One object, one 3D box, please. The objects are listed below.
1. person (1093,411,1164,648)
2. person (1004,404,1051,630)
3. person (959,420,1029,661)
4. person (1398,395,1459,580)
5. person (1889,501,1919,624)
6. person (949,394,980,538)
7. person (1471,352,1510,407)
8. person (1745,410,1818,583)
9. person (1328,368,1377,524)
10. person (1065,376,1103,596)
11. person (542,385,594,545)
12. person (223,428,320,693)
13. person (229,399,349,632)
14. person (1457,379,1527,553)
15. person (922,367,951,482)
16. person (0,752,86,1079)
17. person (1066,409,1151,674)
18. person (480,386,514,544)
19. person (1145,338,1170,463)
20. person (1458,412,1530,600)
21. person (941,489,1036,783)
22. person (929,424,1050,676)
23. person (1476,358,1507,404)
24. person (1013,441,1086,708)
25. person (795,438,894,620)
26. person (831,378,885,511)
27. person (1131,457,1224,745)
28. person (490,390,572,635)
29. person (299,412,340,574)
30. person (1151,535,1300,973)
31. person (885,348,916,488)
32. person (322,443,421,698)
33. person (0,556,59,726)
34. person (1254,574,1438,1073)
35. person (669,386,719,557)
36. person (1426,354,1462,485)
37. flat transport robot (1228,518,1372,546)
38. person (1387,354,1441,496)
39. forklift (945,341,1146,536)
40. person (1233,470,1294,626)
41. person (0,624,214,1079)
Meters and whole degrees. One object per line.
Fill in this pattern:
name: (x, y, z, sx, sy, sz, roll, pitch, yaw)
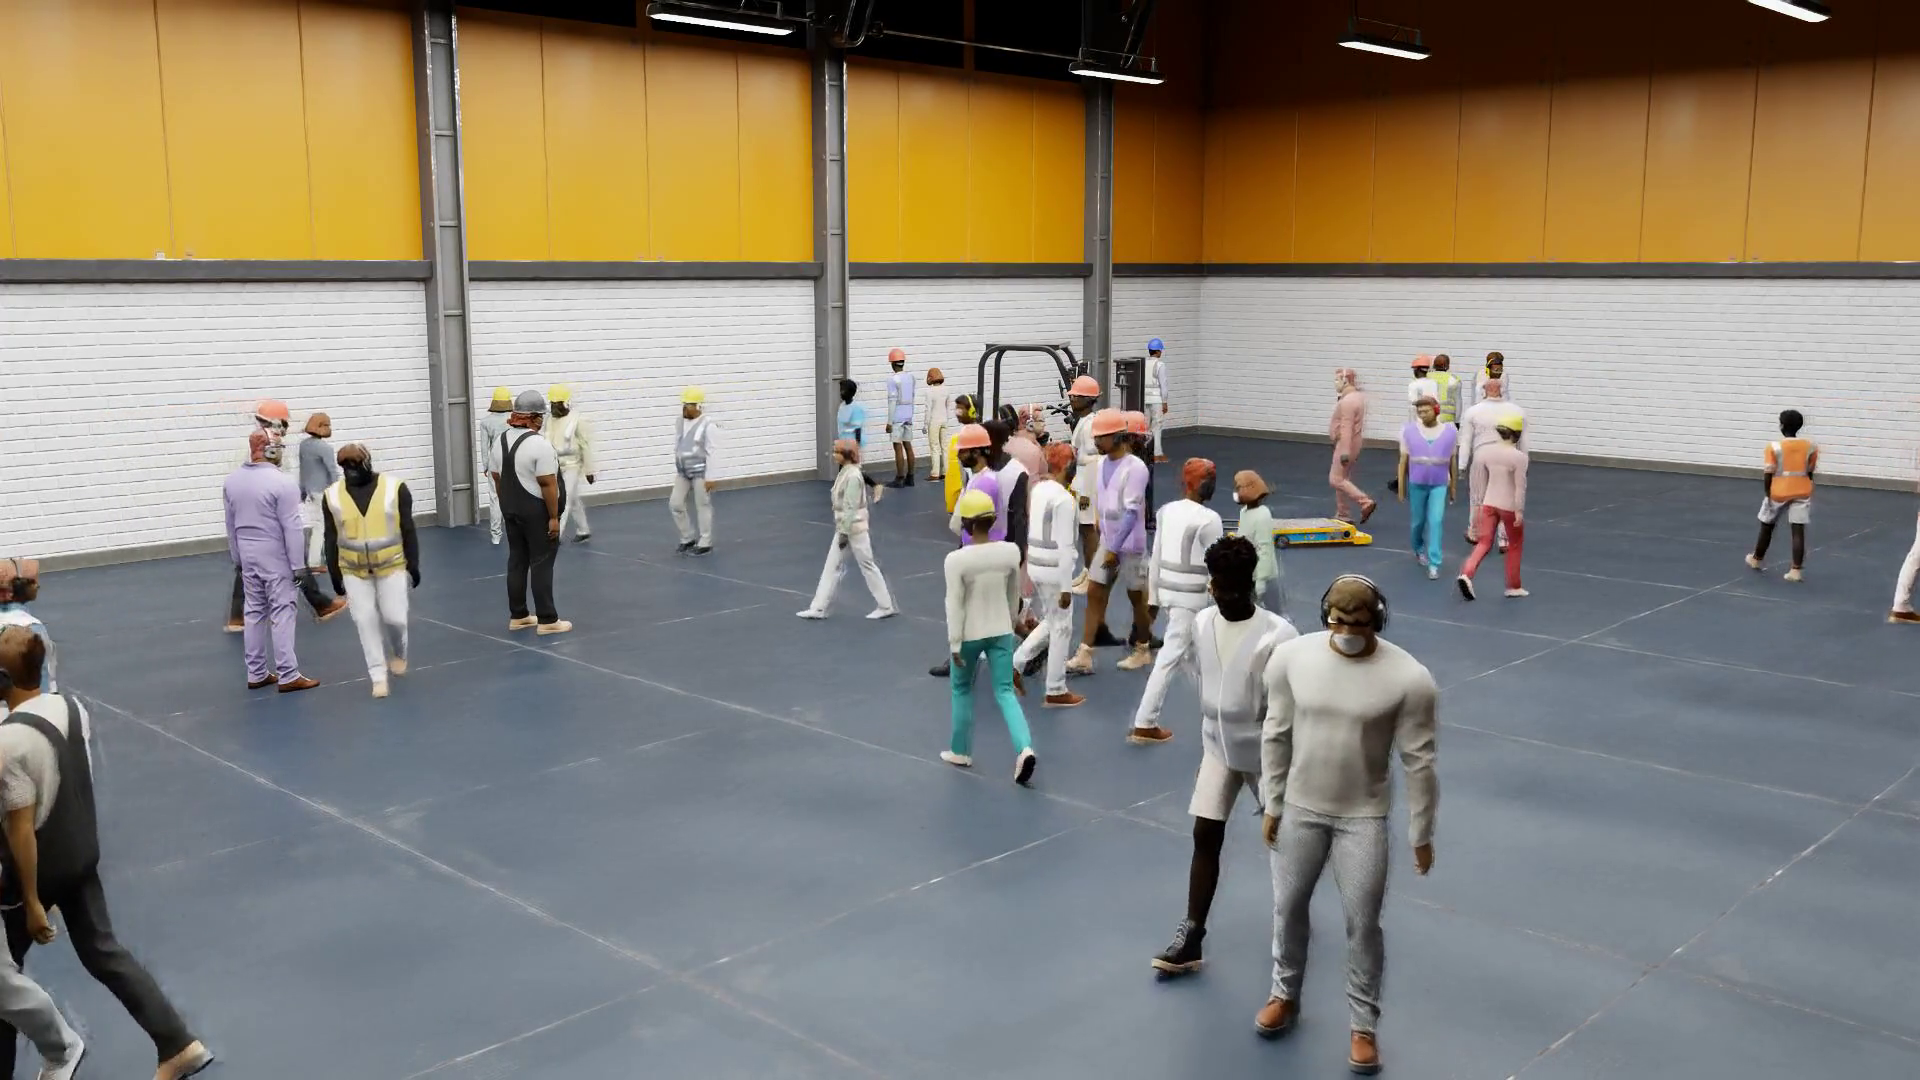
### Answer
person: (1.380, -0.075, 13.301, 0.741, 1.909, 0.554, -2, 9, -12)
person: (0.588, -0.201, 14.072, 0.401, 1.906, 0.651, -2, 9, -13)
person: (0.324, -0.019, 13.021, 0.712, 1.883, 0.641, -9, 13, -44)
person: (4.665, -0.556, 16.605, 0.576, 1.807, 0.899, 2, 10, 14)
person: (8.452, -0.232, 14.119, 1.012, 1.937, 0.624, -1, 9, -3)
person: (0.108, -0.480, 15.960, 0.408, 1.849, 0.569, -4, 10, -23)
person: (7.712, -1.811, 24.146, 0.430, 1.840, 0.626, -6, 11, -32)
person: (8.095, -0.450, 16.351, 0.538, 1.663, 0.834, 1, 9, 4)
person: (4.578, -1.078, 19.505, 0.538, 1.884, 0.663, 3, 10, 19)
person: (1.153, -0.507, 15.511, 0.364, 2.048, 0.611, 0, 9, -1)
person: (-4.321, -0.787, 18.045, 0.584, 1.774, 0.912, 6, 11, 32)
person: (-4.948, 0.142, 11.969, 0.651, 1.904, 0.403, 4, 10, 24)
person: (-5.764, -0.210, 14.040, 0.621, 1.936, 1.035, 8, 12, 40)
person: (5.754, -0.816, 18.011, 0.746, 1.844, 0.983, 1, 9, 5)
person: (-0.338, -1.648, 23.772, 0.279, 1.633, 0.498, 8, 13, 42)
person: (-3.418, 1.198, 5.638, 0.575, 1.873, 1.022, 1, 9, 8)
person: (1.090, 0.032, 12.343, 0.951, 1.992, 0.599, -6, 11, -33)
person: (-5.039, -0.826, 18.400, 0.490, 1.744, 0.295, -1, 9, -8)
person: (3.038, -2.185, 26.101, 0.385, 1.948, 0.602, -7, 12, -37)
person: (4.920, -0.303, 15.229, 0.798, 1.742, 0.531, -7, 11, -35)
person: (0.165, 0.564, 9.901, 0.525, 1.734, 0.808, -4, 10, -24)
person: (0.236, 0.088, 12.316, 0.846, 1.910, 0.543, -2, 9, -12)
person: (6.996, -1.462, 21.917, 0.532, 1.868, 0.310, -4, 10, -24)
person: (0.595, 0.252, 11.412, 0.511, 1.866, 0.593, -3, 10, -19)
person: (-0.961, -0.085, 14.302, 0.857, 1.589, 0.534, -3, 10, -16)
person: (-1.305, -1.199, 20.889, 0.598, 1.680, 0.538, -5, 11, -29)
person: (1.527, 0.383, 10.699, 1.028, 1.825, 0.573, -4, 10, -25)
person: (-3.548, -0.243, 13.911, 0.689, 2.000, 0.537, 7, 11, 36)
person: (-6.324, -0.476, 16.667, 0.529, 1.606, 0.668, 7, 12, 37)
person: (1.264, 0.915, 7.293, 0.625, 1.906, 1.045, 9, 13, 44)
person: (-0.849, -1.685, 23.079, 0.375, 1.934, 0.548, 7, 12, 37)
person: (-4.186, 0.202, 11.865, 0.650, 1.823, 0.533, -2, 9, -12)
person: (-4.693, 0.888, 8.252, 0.528, 1.618, 0.621, 8, 12, 40)
person: (1.471, 1.047, 6.384, 0.707, 1.916, 0.502, 4, 10, 23)
person: (-2.824, -0.710, 17.455, 0.628, 1.814, 0.518, 7, 12, 37)
person: (6.736, -1.689, 23.388, 0.624, 1.844, 0.430, 5, 10, 27)
flat transport robot: (3.750, -0.087, 18.368, 1.431, 0.197, 0.652, -2, 9, -10)
person: (6.092, -1.521, 22.192, 0.541, 1.889, 0.927, -4, 10, -22)
forklift: (0.977, -1.223, 19.452, 2.313, 2.155, 1.214, 2, 9, 11)
person: (2.178, 0.283, 12.105, 0.873, 1.571, 0.596, -2, 10, -13)
person: (-3.210, 1.178, 5.964, 0.949, 1.802, 0.495, 1, 9, 9)
